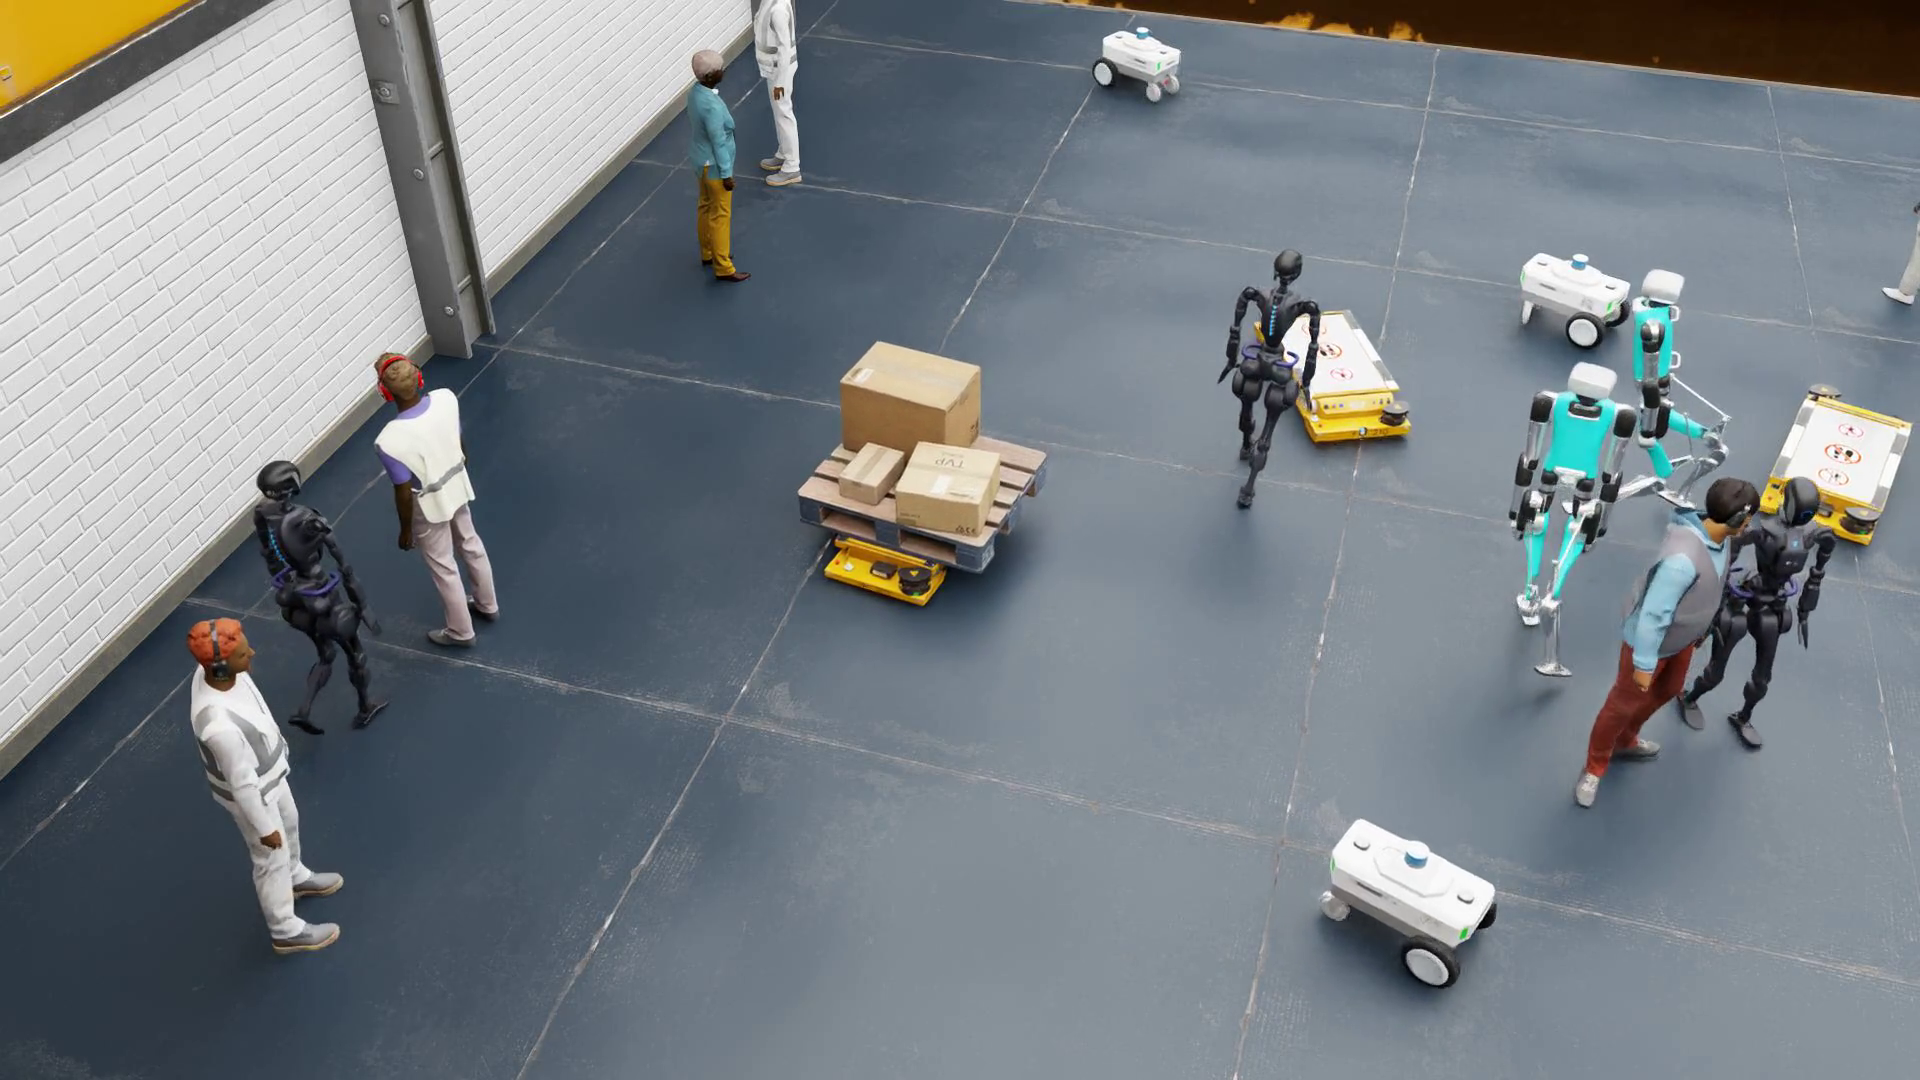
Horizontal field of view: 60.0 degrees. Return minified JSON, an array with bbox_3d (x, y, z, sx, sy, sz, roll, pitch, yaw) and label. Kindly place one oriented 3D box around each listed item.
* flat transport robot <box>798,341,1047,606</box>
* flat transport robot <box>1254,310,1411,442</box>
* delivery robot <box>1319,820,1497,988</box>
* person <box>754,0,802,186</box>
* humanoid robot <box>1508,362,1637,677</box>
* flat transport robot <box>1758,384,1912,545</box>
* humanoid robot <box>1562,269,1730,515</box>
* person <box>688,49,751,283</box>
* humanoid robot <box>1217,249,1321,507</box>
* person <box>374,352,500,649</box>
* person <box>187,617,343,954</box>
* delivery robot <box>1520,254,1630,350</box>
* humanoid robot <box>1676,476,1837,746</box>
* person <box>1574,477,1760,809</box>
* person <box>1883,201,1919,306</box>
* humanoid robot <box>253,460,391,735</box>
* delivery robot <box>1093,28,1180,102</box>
[{"bbox_3d":[-0.208,-0.159,10.202,0.659,0.231,1.431,16,42,19],"label":"flat transport robot"},{"bbox_3d":[2.545,-1.172,11.462,0.659,0.231,1.431,-5,39,-7],"label":"flat transport robot"},{"bbox_3d":[2.096,1.642,7.727,0.765,0.585,0.499,25,45,28],"label":"delivery robot"},{"bbox_3d":[-1.488,-3.803,13.447,0.346,1.882,0.582,-8,39,-9],"label":"person"},{"bbox_3d":[3.164,0.017,8.851,0.550,1.743,1.012,13,41,16],"label":"humanoid robot"},{"bbox_3d":[5.616,-0.503,10.631,0.659,0.231,1.431,22,44,25],"label":"flat transport robot"},{"bbox_3d":[4.238,-0.746,9.784,1.014,1.735,0.543,12,40,14],"label":"humanoid robot"},{"bbox_3d":[-1.798,-2.755,12.245,0.340,1.753,0.536,-18,42,-21],"label":"person"},{"bbox_3d":[1.883,-1.041,10.196,0.600,1.629,0.729,16,41,19],"label":"humanoid robot"},{"bbox_3d":[-2.822,-0.187,8.982,0.389,1.841,0.562,16,42,19],"label":"person"},{"bbox_3d":[-3.115,1.084,7.375,0.344,1.880,0.583,-10,40,-12],"label":"person"},{"bbox_3d":[4.416,-1.760,11.958,0.758,0.586,0.518,29,47,31],"label":"delivery robot"},{"bbox_3d":[4.037,0.353,8.444,0.586,1.650,0.367,-2,39,-2],"label":"humanoid robot"},{"bbox_3d":[3.382,0.493,8.137,0.739,1.852,0.408,-27,46,-30],"label":"person"},{"bbox_3d":[7.123,-2.455,11.964,0.522,1.636,0.308,-10,40,-12],"label":"person"},{"bbox_3d":[-3.317,0.346,8.451,0.602,1.634,0.487,16,41,19],"label":"humanoid robot"},{"bbox_3d":[1.642,-4.394,15.231,0.773,0.582,0.499,31,48,33],"label":"delivery robot"}]
